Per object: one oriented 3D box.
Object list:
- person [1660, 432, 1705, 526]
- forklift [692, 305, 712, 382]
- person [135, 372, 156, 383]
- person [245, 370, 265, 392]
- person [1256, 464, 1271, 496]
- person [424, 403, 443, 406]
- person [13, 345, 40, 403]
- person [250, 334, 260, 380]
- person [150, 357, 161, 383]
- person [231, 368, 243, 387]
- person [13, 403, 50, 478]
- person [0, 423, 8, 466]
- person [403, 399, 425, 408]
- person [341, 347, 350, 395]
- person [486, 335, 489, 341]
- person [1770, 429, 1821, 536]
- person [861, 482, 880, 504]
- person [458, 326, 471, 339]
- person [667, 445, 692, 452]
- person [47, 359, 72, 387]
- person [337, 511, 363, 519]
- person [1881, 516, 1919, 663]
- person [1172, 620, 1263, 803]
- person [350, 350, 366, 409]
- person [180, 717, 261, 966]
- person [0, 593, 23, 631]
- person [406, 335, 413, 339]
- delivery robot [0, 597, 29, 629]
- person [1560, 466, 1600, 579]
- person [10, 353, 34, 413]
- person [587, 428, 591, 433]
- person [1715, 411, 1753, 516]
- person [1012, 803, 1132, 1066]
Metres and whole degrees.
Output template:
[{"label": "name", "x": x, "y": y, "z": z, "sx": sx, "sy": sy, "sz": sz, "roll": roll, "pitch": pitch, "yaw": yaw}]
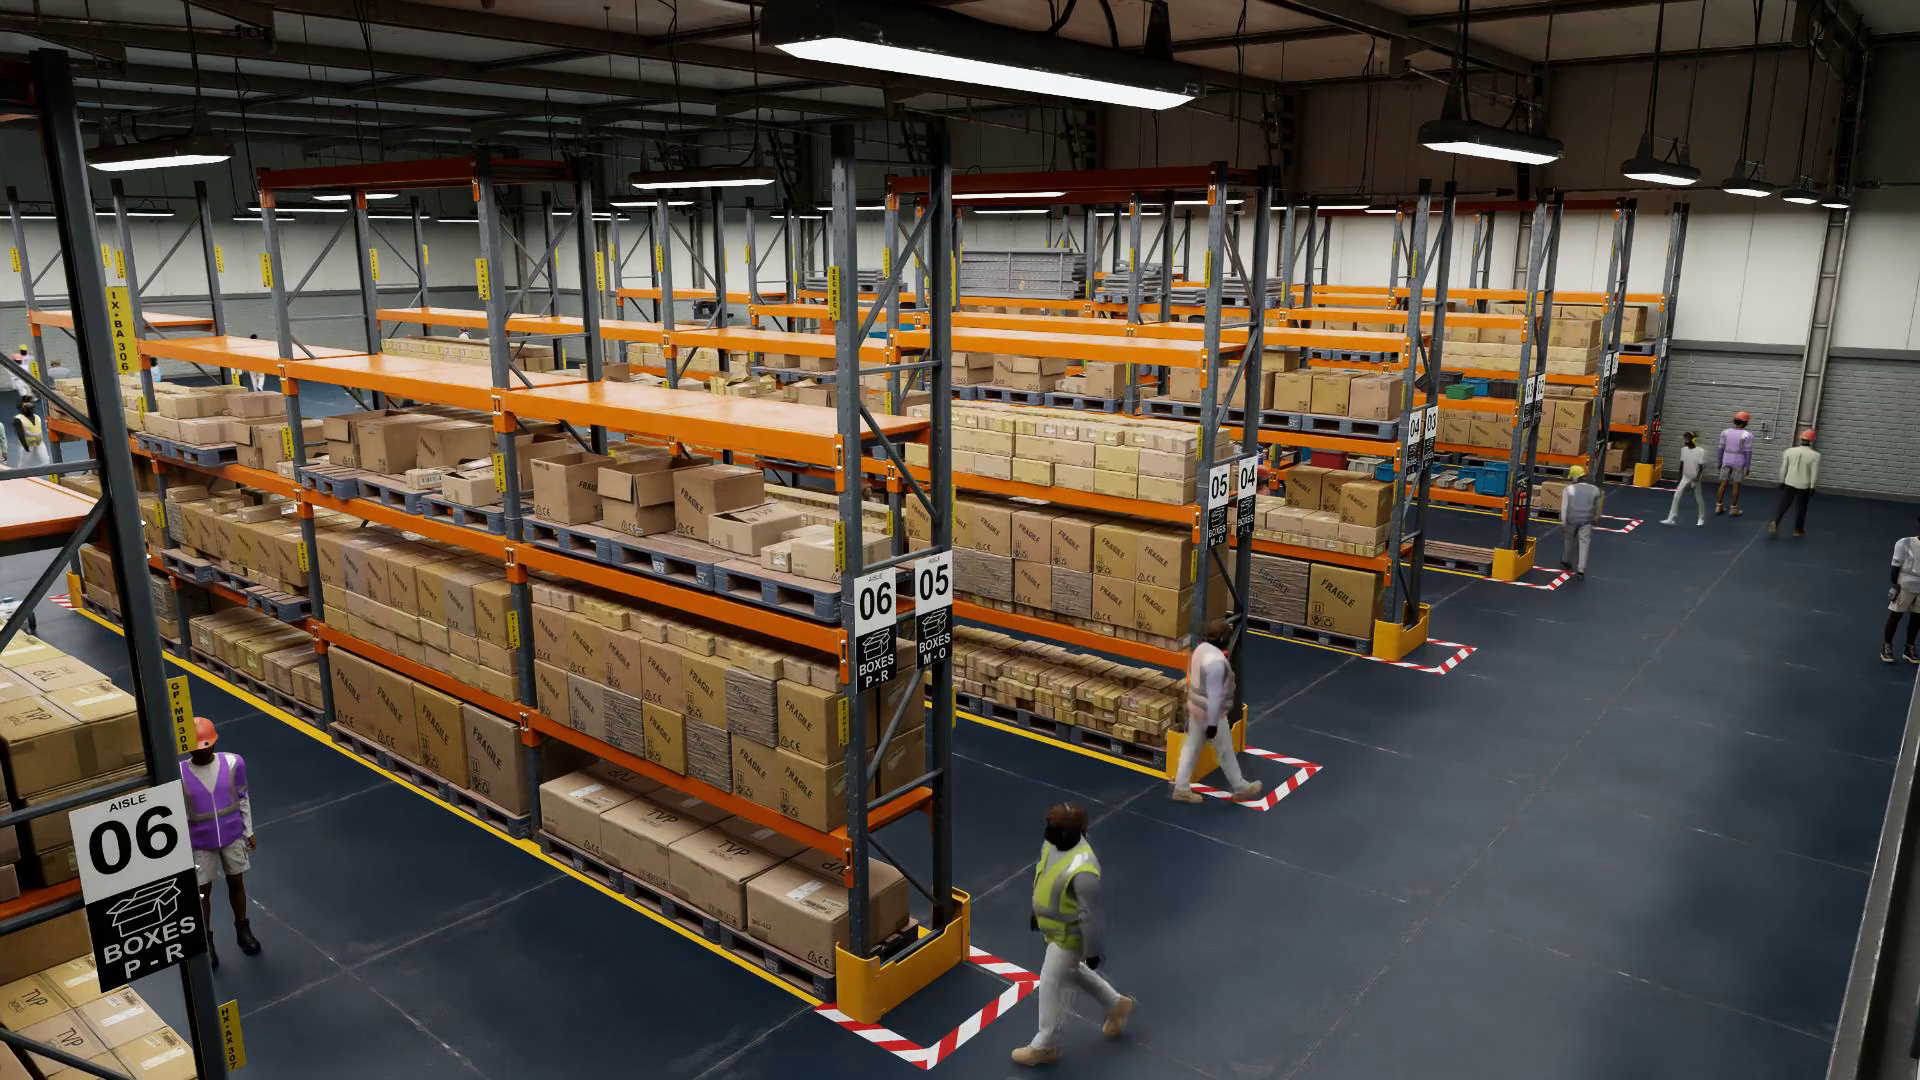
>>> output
[{"label": "person", "x": 13.703, "y": -1.146, "z": 23.643, "sx": 0.877, "sy": 1.793, "sz": 0.542, "roll": -7, "pitch": 15, "yaw": -27}, {"label": "forklift", "x": -9.511, "y": -7.392, "z": 47.124, "sx": 1.873, "sy": 2.768, "sz": 1.129, "roll": 11, "pitch": 17, "yaw": 38}, {"label": "person", "x": -23.916, "y": -4.408, "z": 37.106, "sx": 0.639, "sy": 1.742, "sz": 0.547, "roll": 7, "pitch": 15, "yaw": 26}, {"label": "person", "x": -24.031, "y": -5.894, "z": 42.913, "sx": 0.676, "sy": 1.894, "sz": 0.414, "roll": -4, "pitch": 14, "yaw": -16}, {"label": "person", "x": 4.532, "y": -0.164, "z": 19.139, "sx": 0.370, "sy": 1.996, "sz": 0.622, "roll": 3, "pitch": 14, "yaw": 12}, {"label": "person", "x": -13.225, "y": -3.075, "z": 31.404, "sx": 0.650, "sy": 1.862, "sz": 0.977, "roll": -5, "pitch": 15, "yaw": -21}, {"label": "person", "x": -30.403, "y": -5.425, "z": 41.049, "sx": 1.010, "sy": 1.868, "sz": 0.602, "roll": 7, "pitch": 15, "yaw": 27}, {"label": "person", "x": -26.562, "y": -6.897, "z": 47.479, "sx": 0.320, "sy": 1.698, "sz": 0.539, "roll": -10, "pitch": 17, "yaw": -35}, {"label": "person", "x": -25.048, "y": -4.859, "z": 39.125, "sx": 0.508, "sy": 1.684, "sz": 0.534, "roll": -2, "pitch": 14, "yaw": -7}, {"label": "person", "x": -25.309, "y": -6.035, "z": 43.921, "sx": 0.318, "sy": 1.697, "sz": 0.535, "roll": 7, "pitch": 16, "yaw": 28}, {"label": "person", "x": -20.388, "y": -2.120, "z": 27.629, "sx": 0.970, "sy": 1.799, "sz": 0.626, "roll": 4, "pitch": 14, "yaw": 16}, {"label": "person", "x": -20.058, "y": -1.823, "z": 26.069, "sx": 0.602, "sy": 1.948, "sz": 0.387, "roll": -2, "pitch": 14, "yaw": -10}, {"label": "person", "x": -12.777, "y": -2.690, "z": 29.573, "sx": 0.480, "sy": 1.974, "sz": 0.635, "roll": 5, "pitch": 15, "yaw": 21}, {"label": "person", "x": -20.936, "y": -5.754, "z": 42.929, "sx": 0.520, "sy": 1.615, "sz": 0.500, "roll": 8, "pitch": 16, "yaw": 31}, {"label": "person", "x": -18.548, "y": -7.509, "z": 50.127, "sx": 0.557, "sy": 1.613, "sz": 0.523, "roll": 7, "pitch": 16, "yaw": 28}, {"label": "person", "x": 15.092, "y": -1.020, "z": 22.733, "sx": 0.870, "sy": 1.973, "sz": 0.634, "roll": -9, "pitch": 16, "yaw": -32}, {"label": "person", "x": -1.533, "y": -0.151, "z": 19.890, "sx": 0.550, "sy": 1.608, "sz": 0.658, "roll": -8, "pitch": 16, "yaw": -29}, {"label": "person", "x": -19.035, "y": -7.266, "z": 48.353, "sx": 0.535, "sy": 2.000, "sz": 0.684, "roll": 0, "pitch": 14, "yaw": 0}, {"label": "person", "x": -5.075, "y": -1.052, "z": 23.034, "sx": 0.618, "sy": 1.880, "sz": 0.924, "roll": -11, "pitch": 17, "yaw": -38}, {"label": "person", "x": -25.869, "y": -4.249, "z": 36.199, "sx": 0.866, "sy": 1.916, "sz": 0.649, "roll": 12, "pitch": 18, "yaw": 39}, {"label": "person", "x": -11.630, "y": -1.132, "z": 23.950, "sx": 0.511, "sy": 1.600, "sz": 0.852, "roll": 1, "pitch": 14, "yaw": 4}, {"label": "person", "x": 12.176, "y": 0.602, "z": 16.052, "sx": 0.603, "sy": 1.966, "sz": 0.372, "roll": 3, "pitch": 14, "yaw": 10}, {"label": "person", "x": 2.476, "y": 1.655, "z": 12.107, "sx": 0.942, "sy": 1.786, "sz": 0.671, "roll": -2, "pitch": 14, "yaw": -8}, {"label": "person", "x": -18.962, "y": -5.046, "z": 39.572, "sx": 0.420, "sy": 1.827, "sz": 0.533, "roll": 3, "pitch": 14, "yaw": 12}, {"label": "person", "x": -5.569, "y": 2.231, "z": 9.416, "sx": 0.551, "sy": 1.934, "sz": 0.373, "roll": -13, "pitch": 19, "yaw": -42}, {"label": "person", "x": -13.380, "y": 0.442, "z": 17.222, "sx": 0.740, "sy": 1.718, "sz": 0.503, "roll": -5, "pitch": 15, "yaw": -20}, {"label": "person", "x": -19.705, "y": -6.416, "z": 45.145, "sx": 0.618, "sy": 1.853, "sz": 0.831, "roll": 1, "pitch": 14, "yaw": 3}, {"label": "delivery robot", "x": -12.932, "y": 1.024, "z": 17.153, "sx": 0.477, "sy": 0.478, "sz": 0.707, "roll": -9, "pitch": 17, "yaw": -34}, {"label": "person", "x": 9.936, "y": -0.315, "z": 20.245, "sx": 0.607, "sy": 1.760, "sz": 0.961, "roll": 3, "pitch": 14, "yaw": 13}, {"label": "person", "x": -28.170, "y": -4.657, "z": 37.784, "sx": 0.735, "sy": 1.920, "sz": 0.556, "roll": 4, "pitch": 14, "yaw": 16}, {"label": "person", "x": -10.215, "y": -3.808, "z": 34.894, "sx": 0.313, "sy": 1.635, "sz": 0.517, "roll": 6, "pitch": 15, "yaw": 24}, {"label": "person", "x": 15.109, "y": -1.502, "z": 24.550, "sx": 0.390, "sy": 2.040, "sz": 0.614, "roll": -8, "pitch": 16, "yaw": -30}, {"label": "person", "x": 0.769, "y": 2.560, "z": 8.334, "sx": 0.814, "sy": 1.815, "sz": 0.622, "roll": -2, "pitch": 14, "yaw": -10}]
